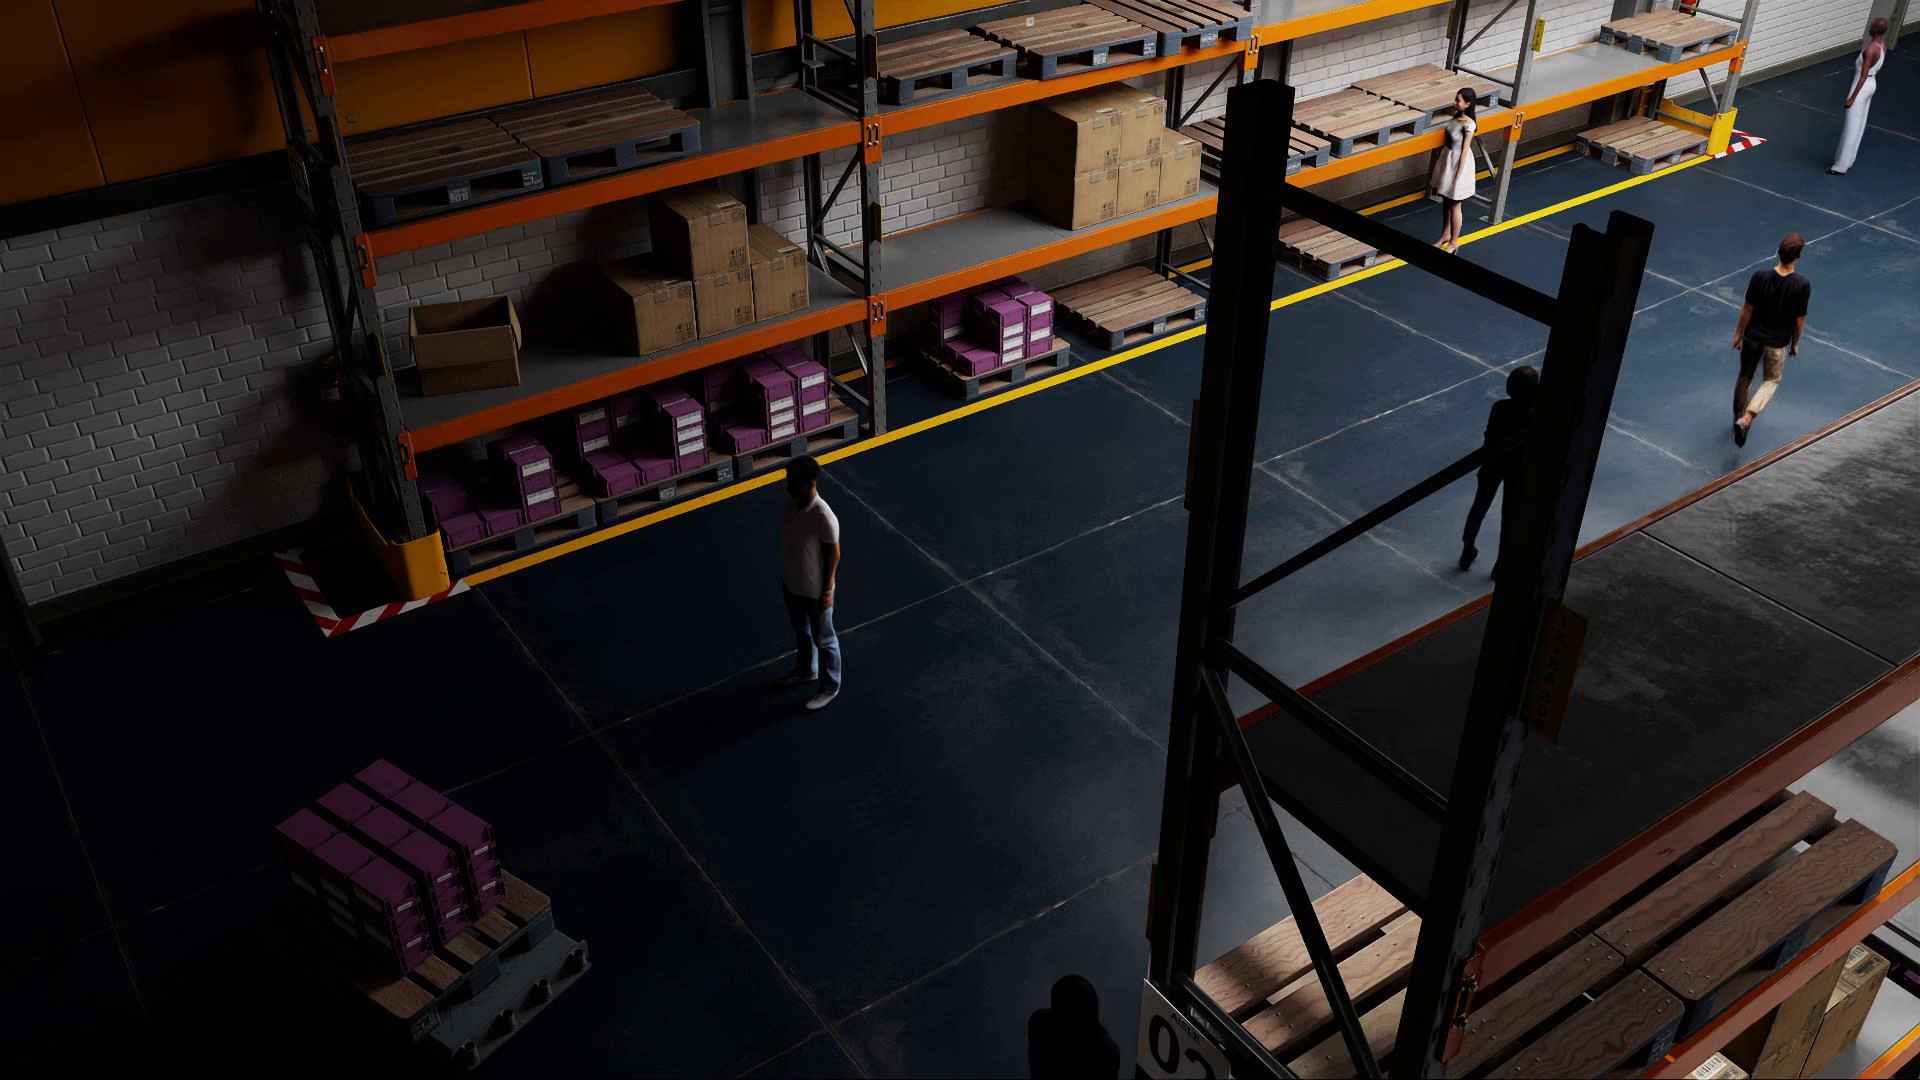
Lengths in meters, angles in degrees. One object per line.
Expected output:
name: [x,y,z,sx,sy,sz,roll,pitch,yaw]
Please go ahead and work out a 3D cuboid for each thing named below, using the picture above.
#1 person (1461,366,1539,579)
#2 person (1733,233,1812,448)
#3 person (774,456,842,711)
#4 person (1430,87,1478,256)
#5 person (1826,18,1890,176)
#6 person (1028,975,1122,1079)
person: [3.990,-0.501,12.185,0.629,1.696,0.642,20,39,27]
person: [6.650,-1.618,13.732,0.842,1.844,1.079,22,39,30]
person: [-0.988,0.254,10.898,0.574,1.863,0.682,-24,41,-32]
person: [5.067,-3.767,17.032,0.797,1.769,0.775,-3,34,-5]
person: [10.273,-5.057,18.960,0.684,1.784,0.496,27,42,34]
person: [0.549,2.542,7.591,0.838,1.714,0.955,14,36,21]
